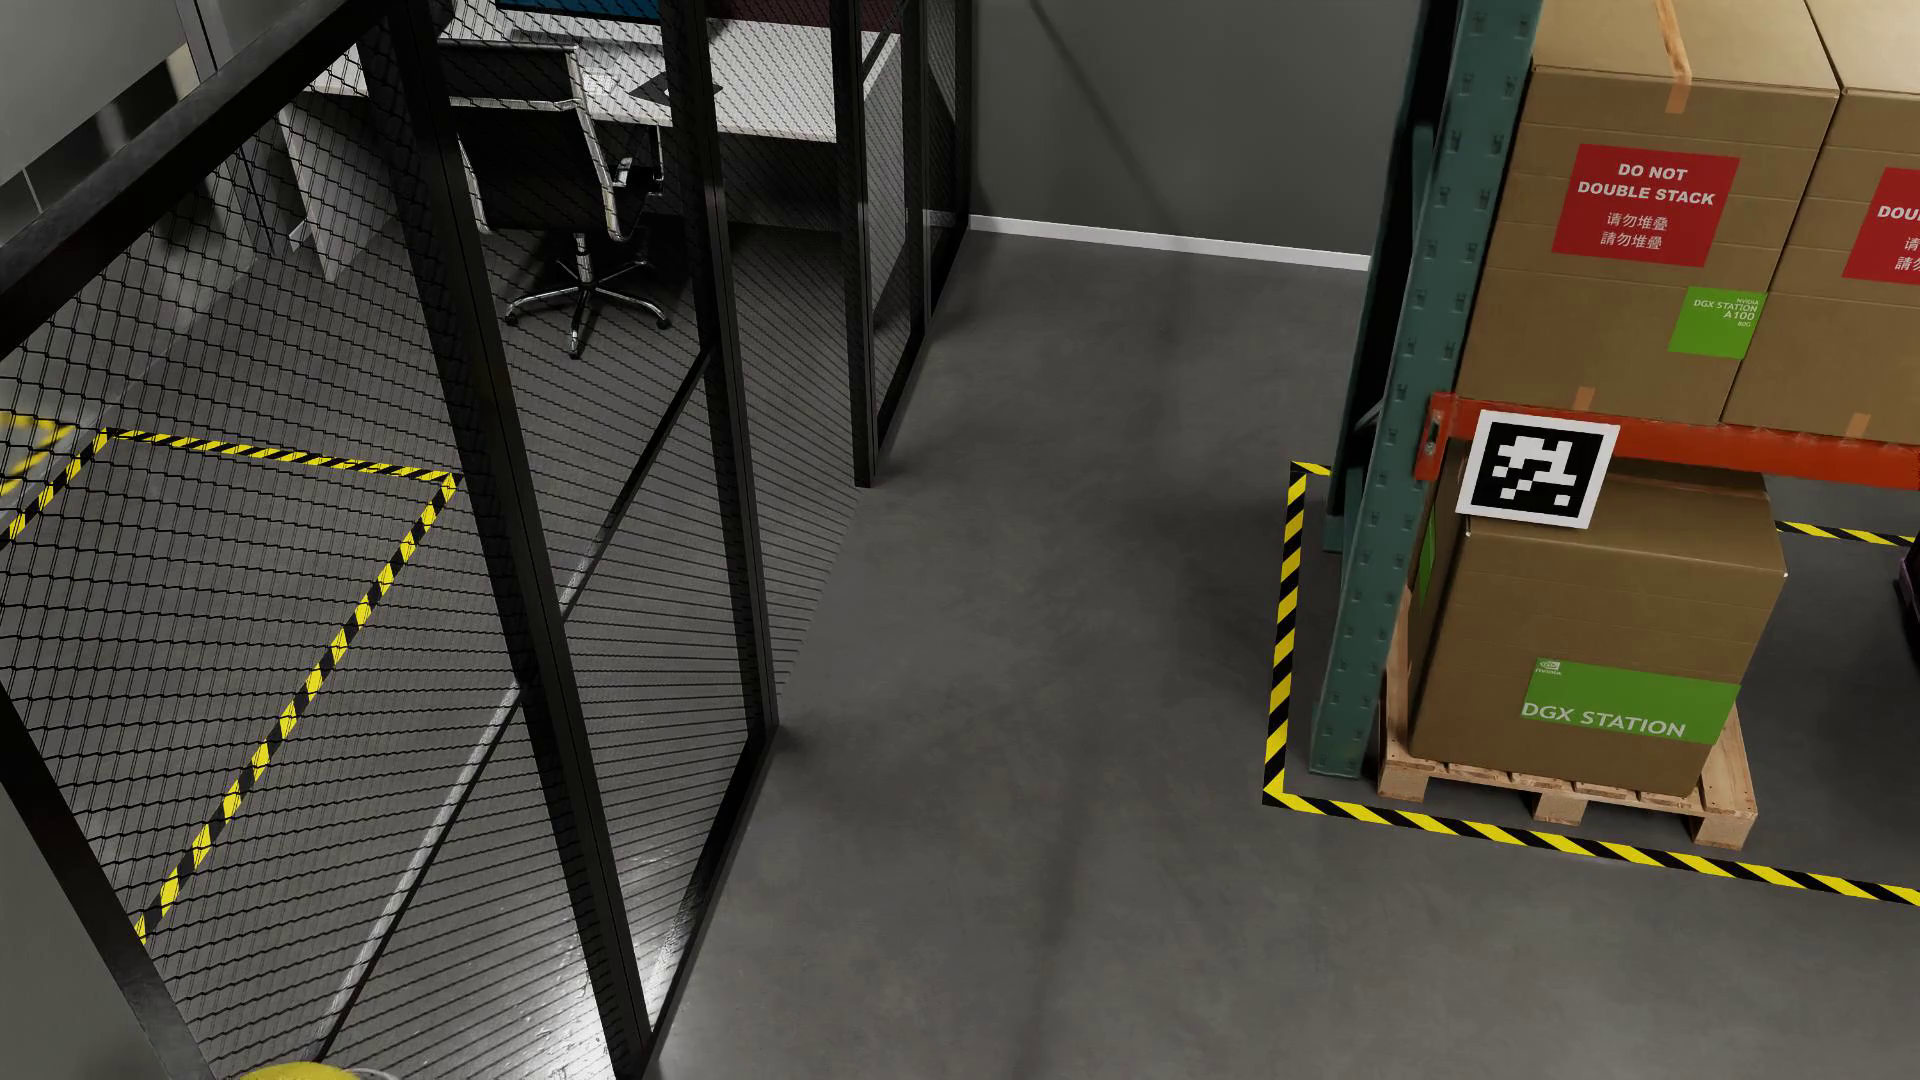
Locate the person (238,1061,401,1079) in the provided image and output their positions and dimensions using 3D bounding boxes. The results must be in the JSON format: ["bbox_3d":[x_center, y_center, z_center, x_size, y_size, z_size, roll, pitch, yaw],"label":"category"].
[{"bbox_3d":[-0.664,1.226,2.164,0.591,1.834,0.404,14,43,16],"label":"person"}]
